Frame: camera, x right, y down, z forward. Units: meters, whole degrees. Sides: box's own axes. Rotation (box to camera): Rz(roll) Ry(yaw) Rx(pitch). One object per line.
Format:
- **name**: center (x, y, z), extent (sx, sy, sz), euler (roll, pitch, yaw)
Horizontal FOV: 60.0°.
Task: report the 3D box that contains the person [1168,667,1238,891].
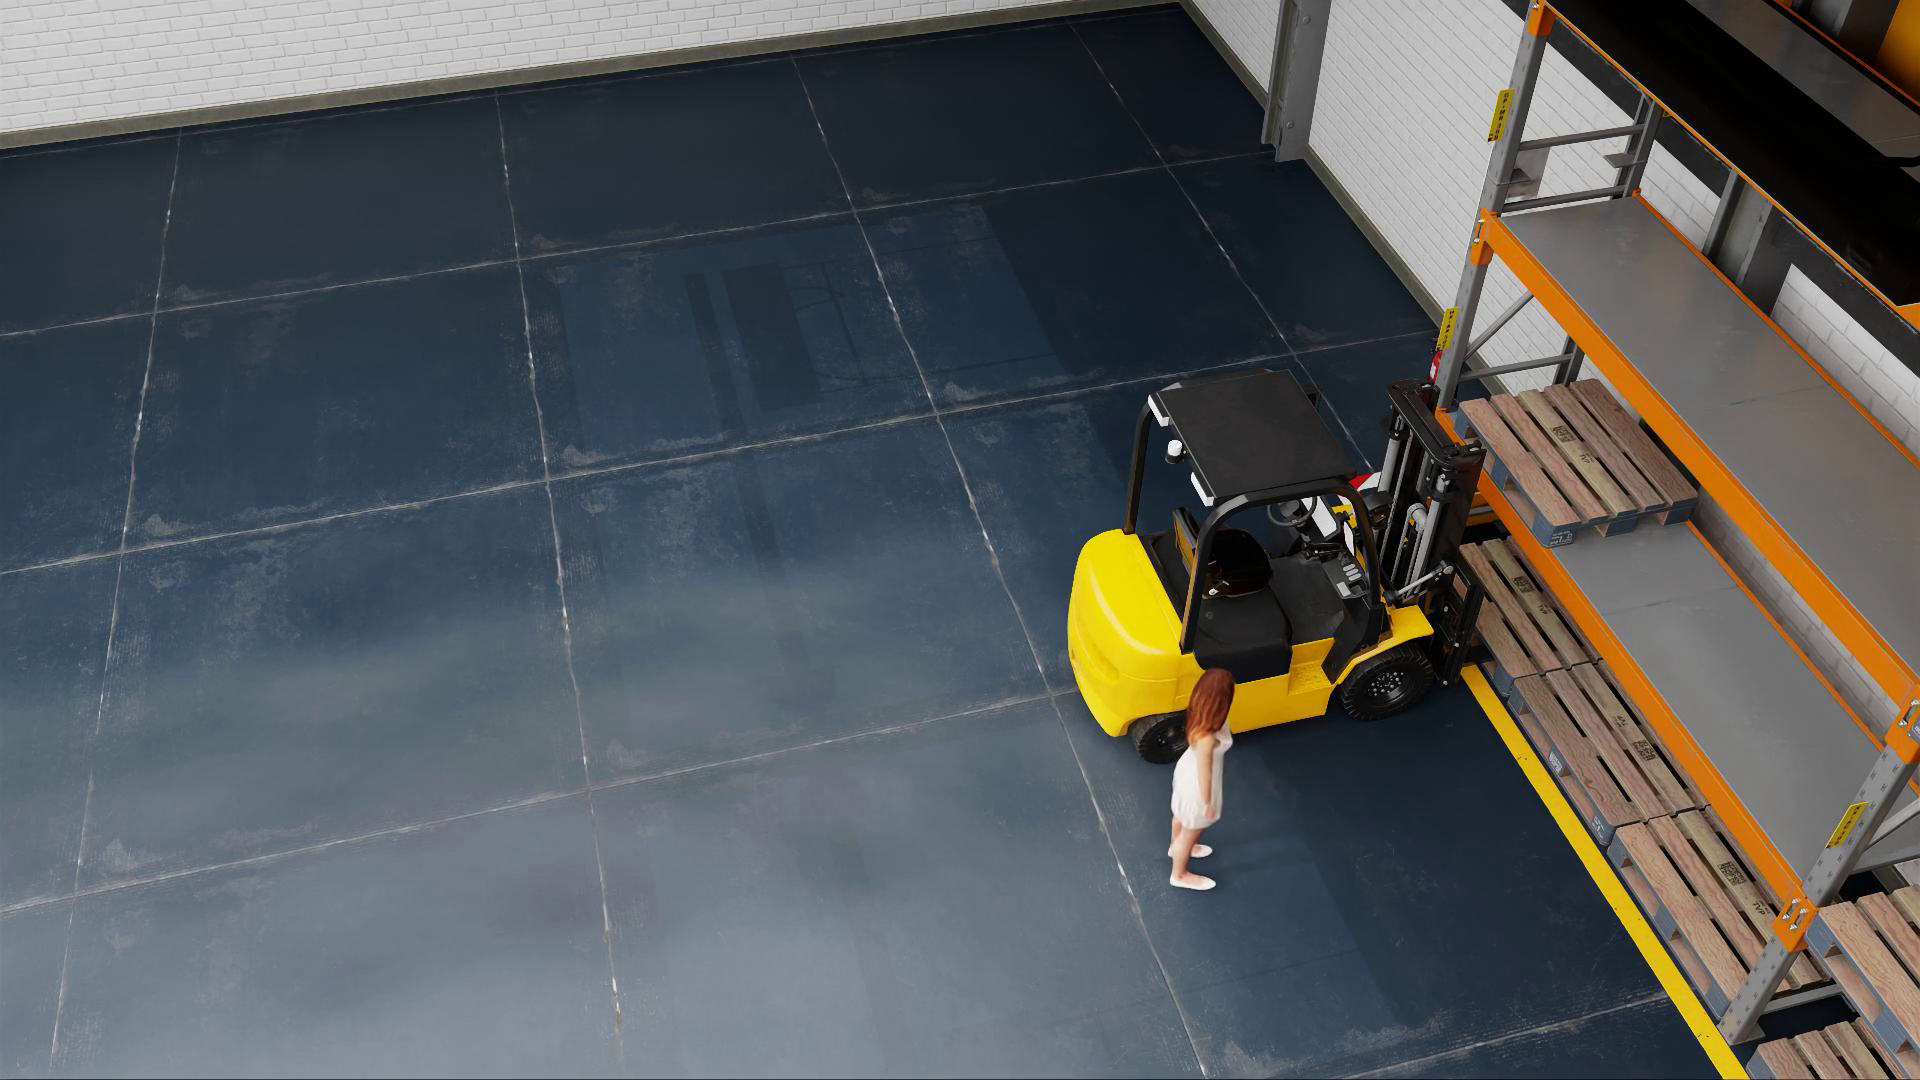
- **person**: center (1.324, 1.332, 9.305), extent (0.693, 1.709, 0.591), euler (5, 44, 5)
